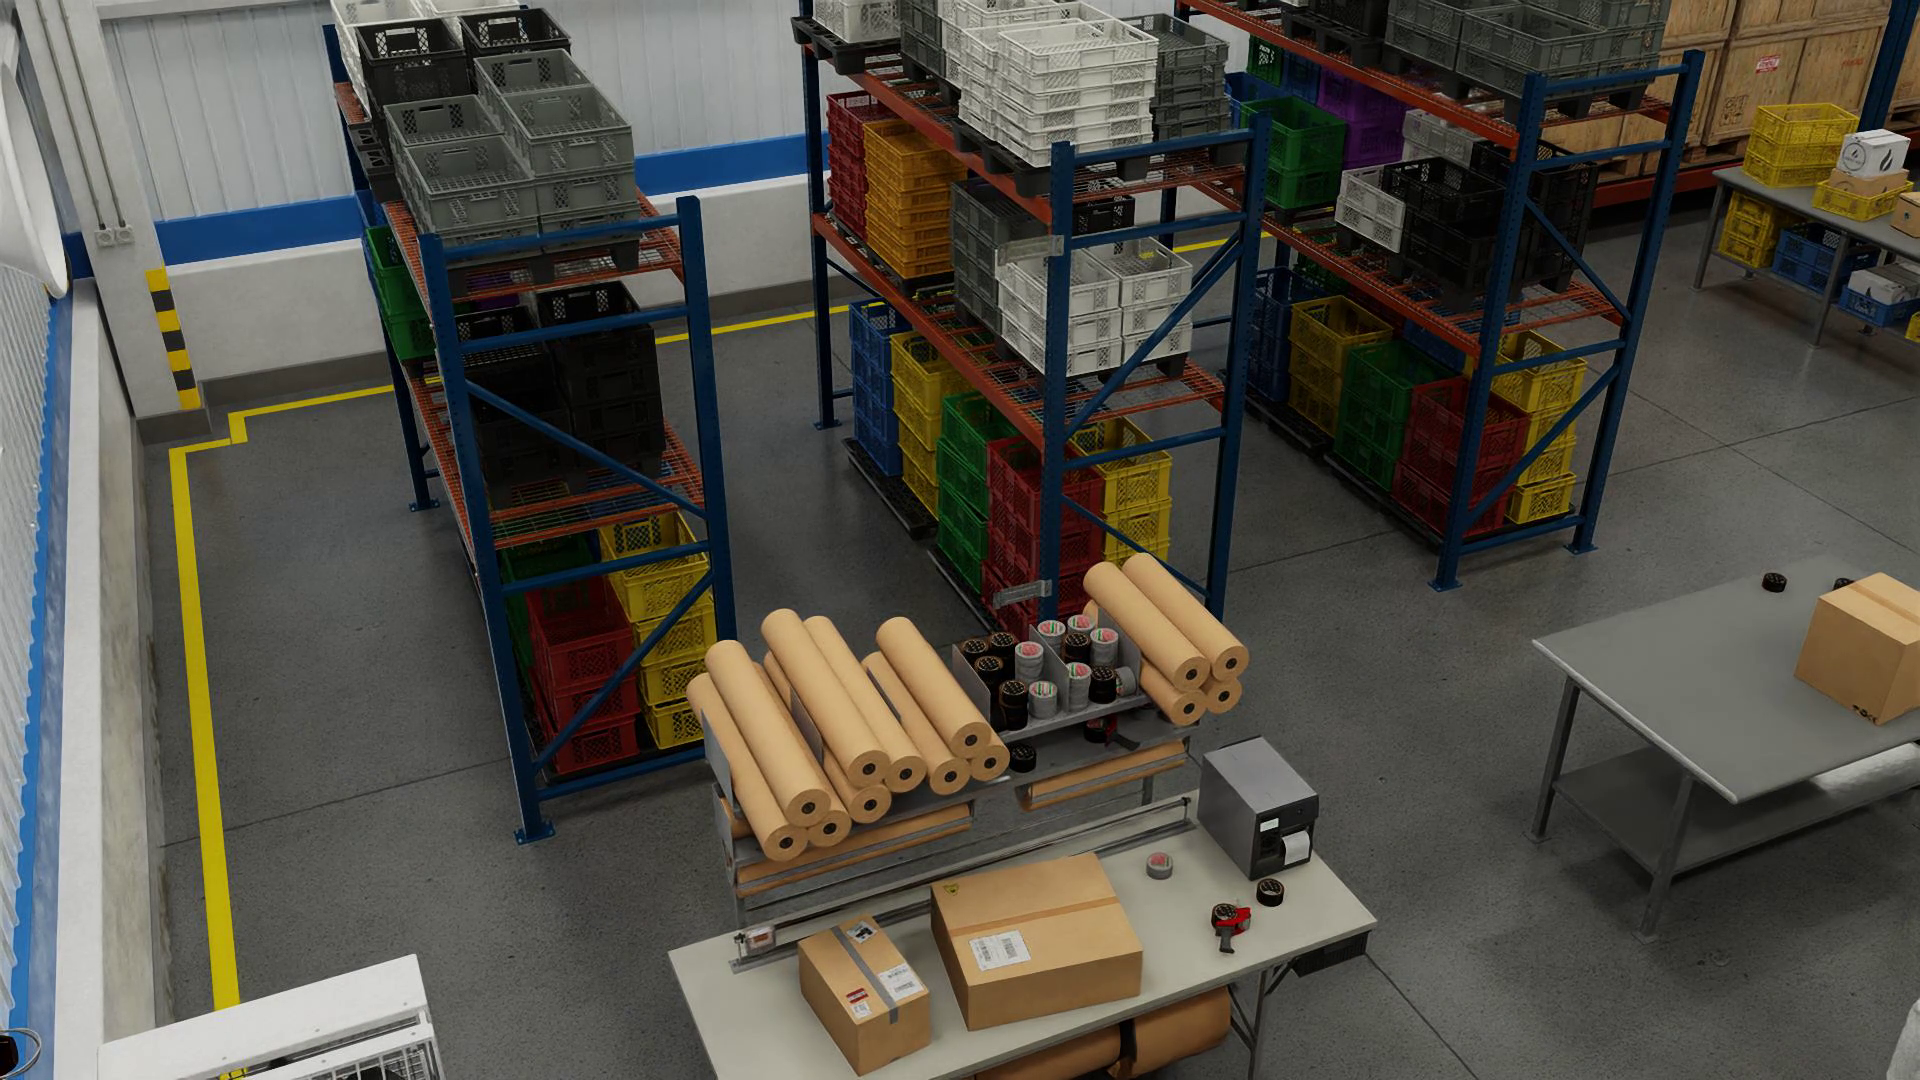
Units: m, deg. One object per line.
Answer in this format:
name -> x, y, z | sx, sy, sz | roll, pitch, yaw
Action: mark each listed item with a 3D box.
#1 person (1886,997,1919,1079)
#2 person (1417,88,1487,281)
person -> 3.716, 1.539, 5.960 | 0.428, 1.840, 0.631 | 11, 33, 17
person -> 3.810, -2.959, 13.278 | 0.625, 1.831, 1.012 | -8, 32, -12
